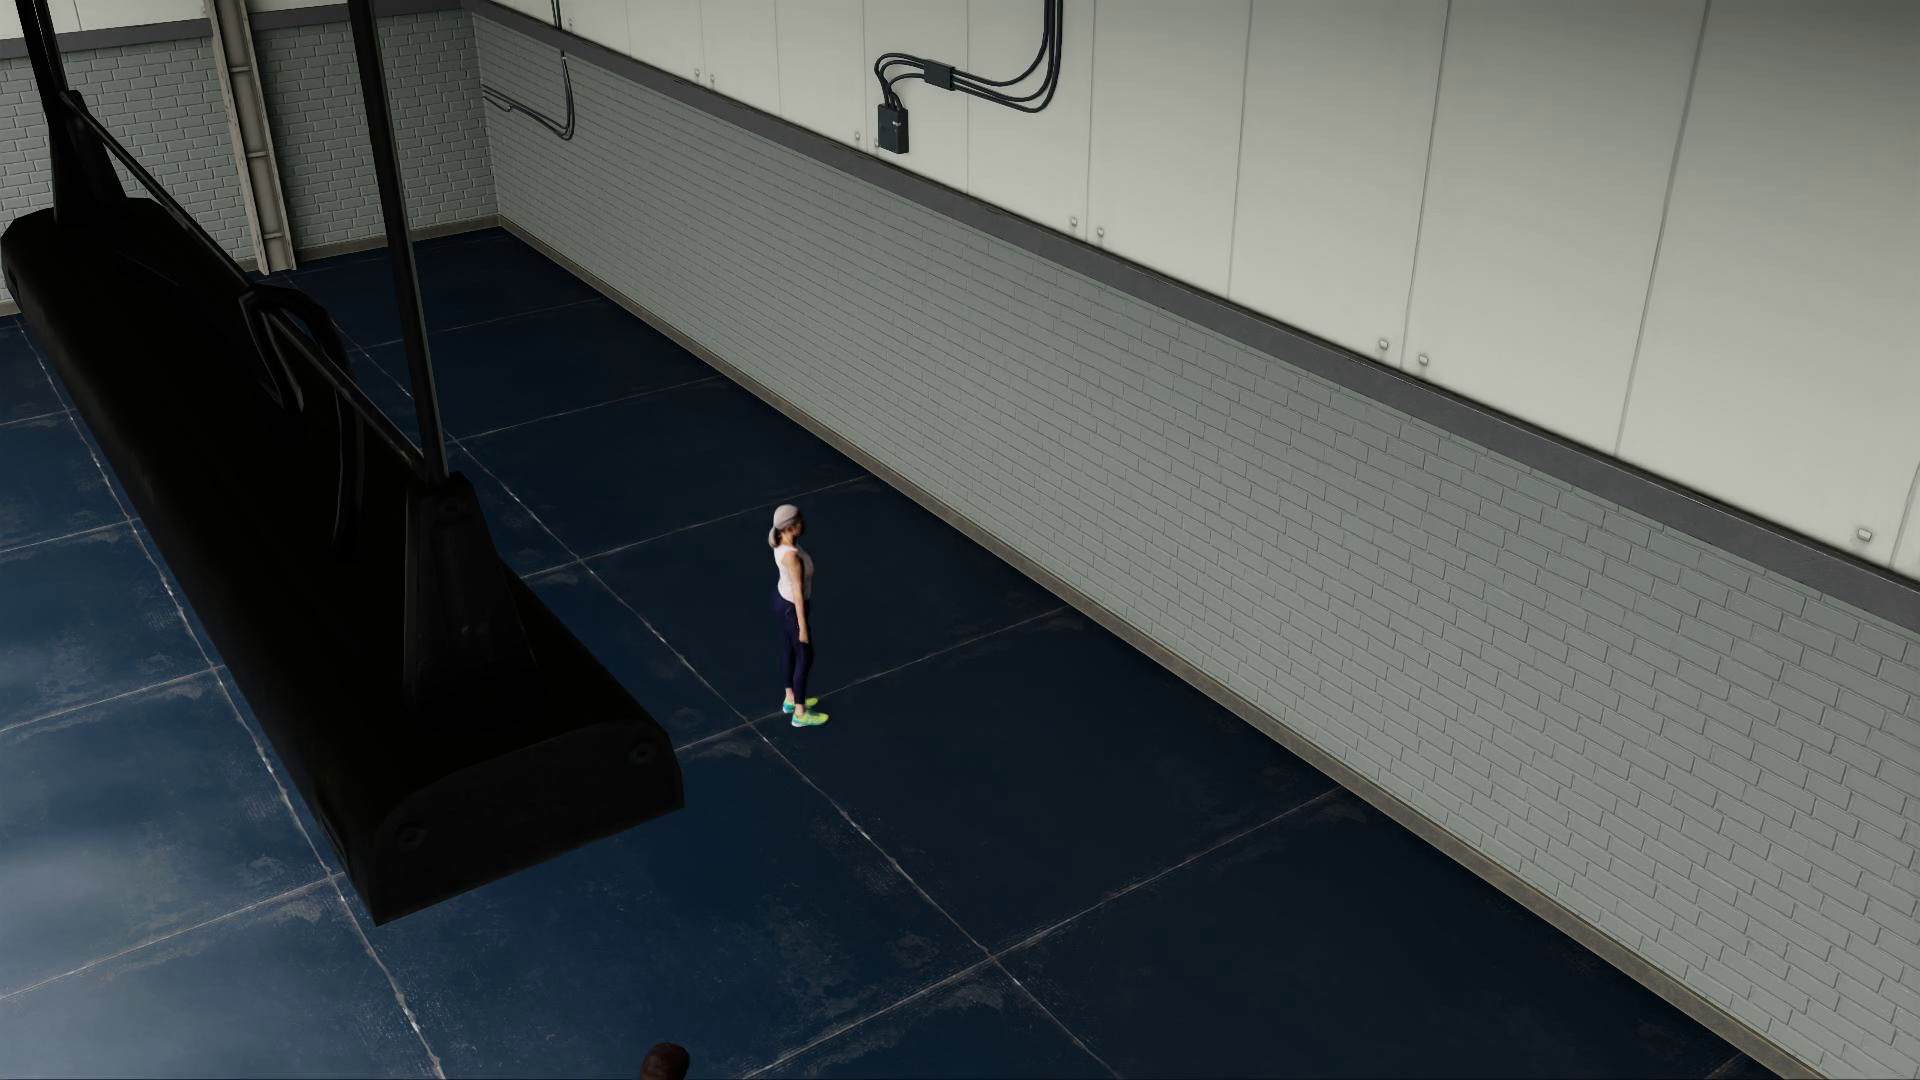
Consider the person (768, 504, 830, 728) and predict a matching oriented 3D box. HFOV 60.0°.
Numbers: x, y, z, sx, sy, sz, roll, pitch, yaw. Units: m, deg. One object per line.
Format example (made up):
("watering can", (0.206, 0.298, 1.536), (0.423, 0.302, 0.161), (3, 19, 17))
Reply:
("person", (-1.219, 0.514, 11.763), (0.643, 1.700, 0.671), (-9, 29, -16))
